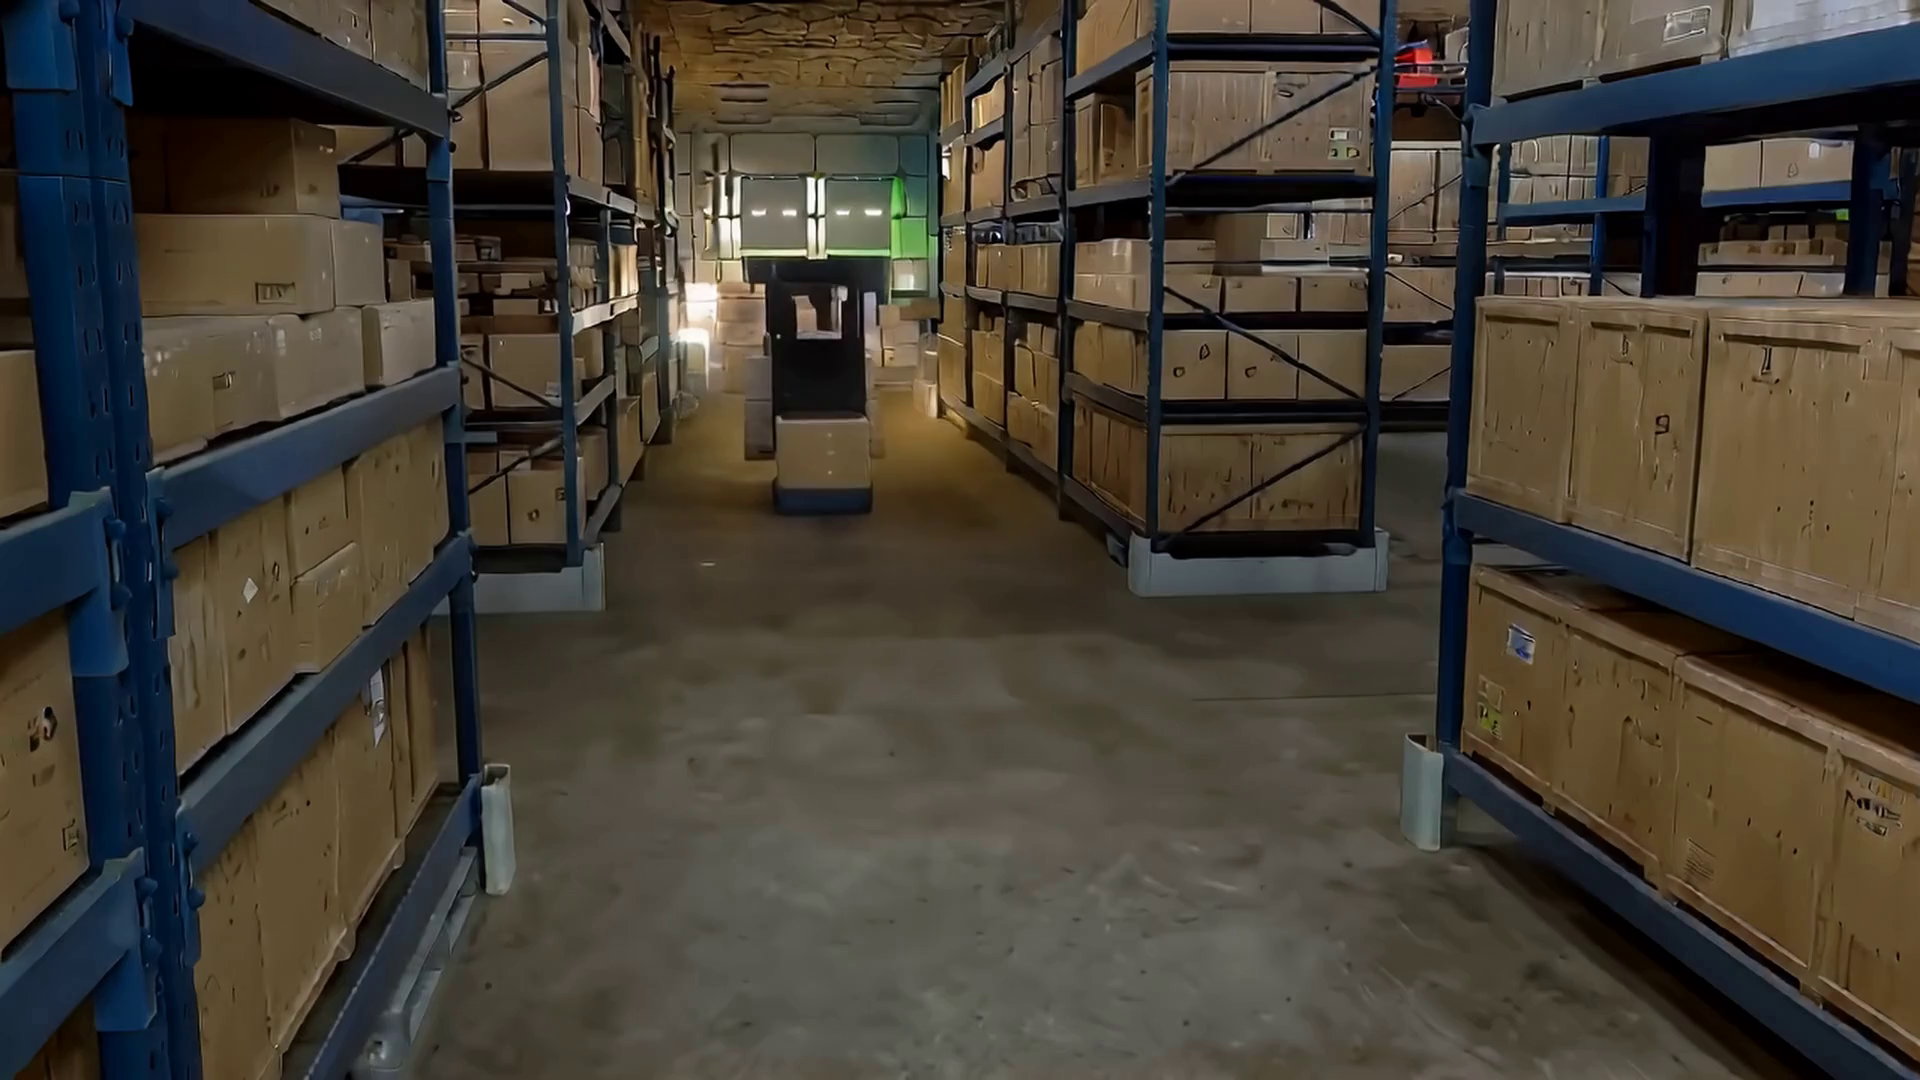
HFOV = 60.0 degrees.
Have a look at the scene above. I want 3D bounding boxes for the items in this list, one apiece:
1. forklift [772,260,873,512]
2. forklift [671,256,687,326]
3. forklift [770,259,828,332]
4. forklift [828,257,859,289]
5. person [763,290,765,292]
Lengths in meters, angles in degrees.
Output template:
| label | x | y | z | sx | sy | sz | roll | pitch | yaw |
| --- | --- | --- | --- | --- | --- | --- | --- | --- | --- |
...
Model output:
| label | x | y | z | sx | sy | sz | roll | pitch | yaw |
| --- | --- | --- | --- | --- | --- | --- | --- | --- | --- |
| forklift | -1.608 | -1.806 | 19.082 | 1.129 | 2.768 | 1.873 | -1 | 10 | -7 |
| forklift | -10.432 | -8.868 | 60.195 | 1.873 | 2.768 | 1.129 | 9 | 13 | 43 |
| forklift | -2.599 | -3.172 | 27.033 | 1.129 | 2.768 | 1.873 | -1 | 10 | -7 |
| forklift | -3.284 | -6.565 | 46.785 | 1.129 | 2.768 | 1.873 | -1 | 10 | -7 |
| person | -5.357 | -5.941 | 45.895 | 0.355 | 1.936 | 0.637 | 0 | 10 | 2 |
